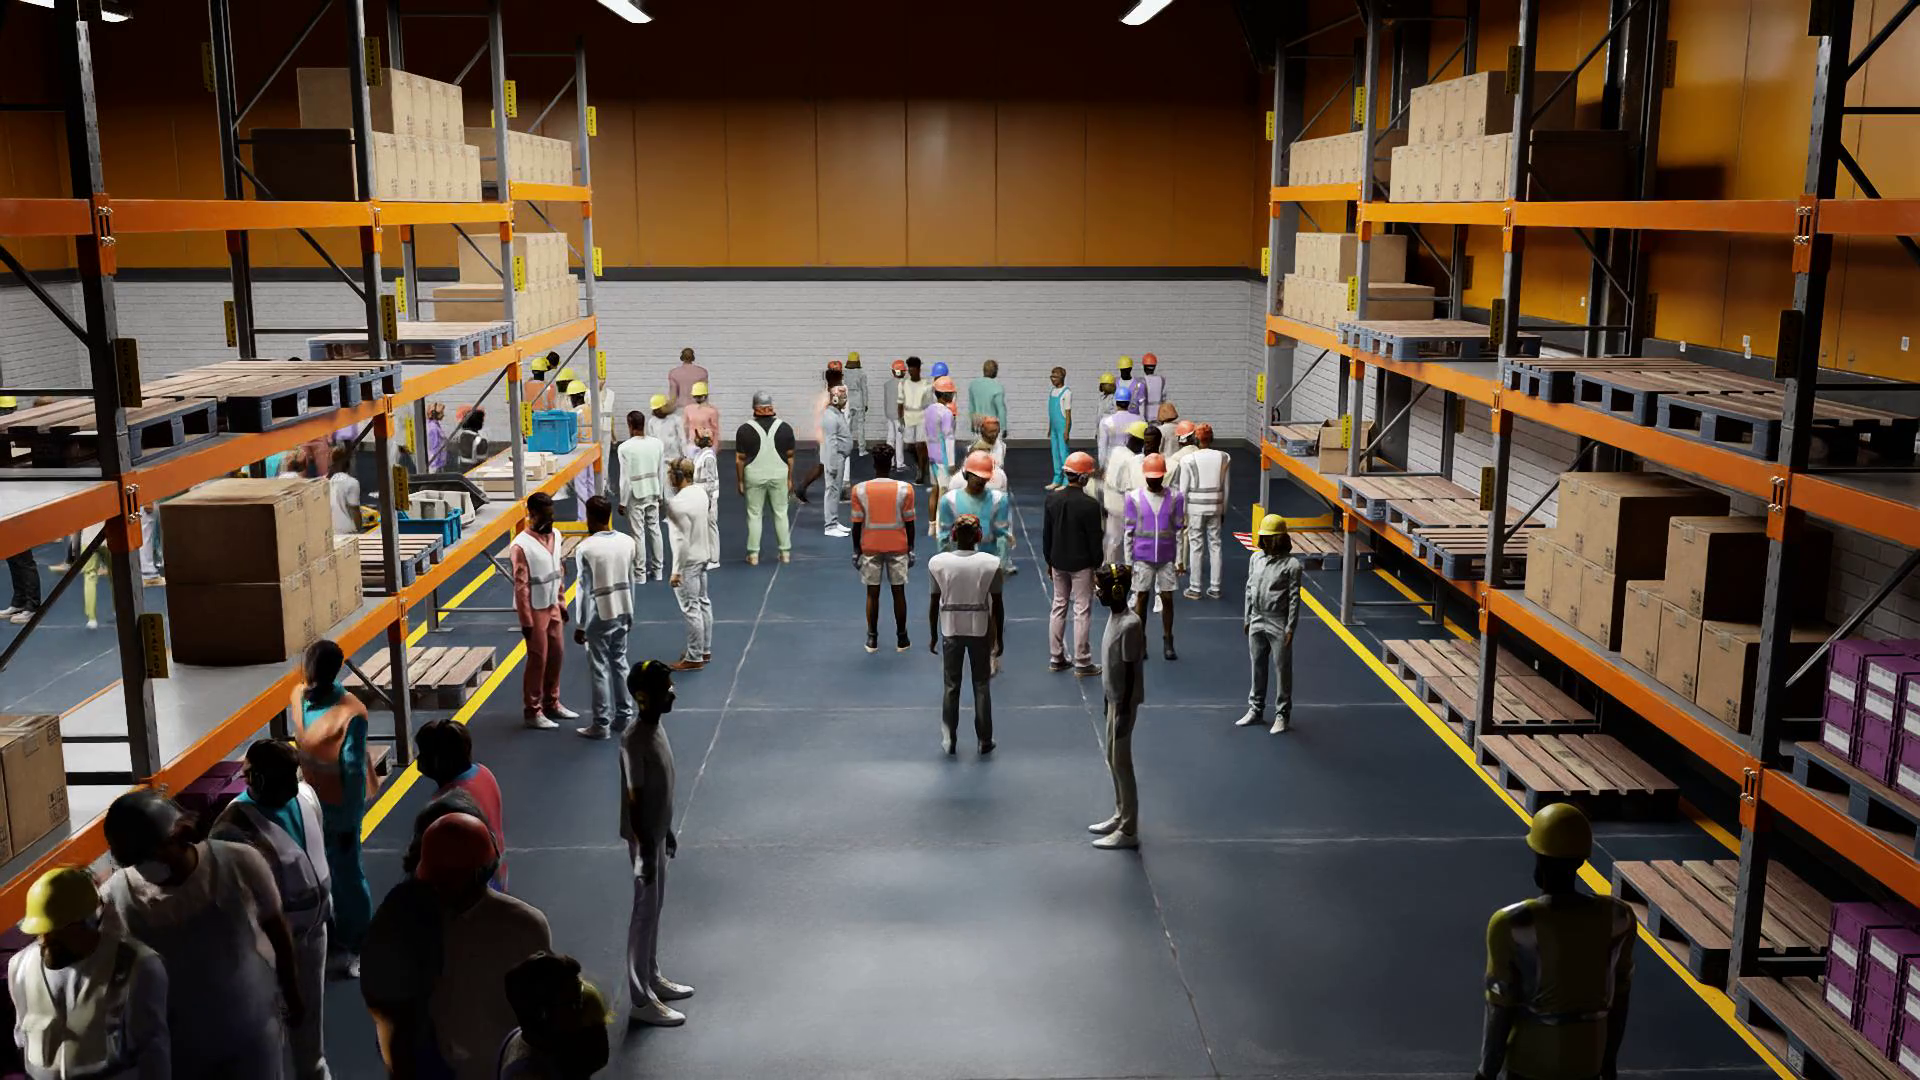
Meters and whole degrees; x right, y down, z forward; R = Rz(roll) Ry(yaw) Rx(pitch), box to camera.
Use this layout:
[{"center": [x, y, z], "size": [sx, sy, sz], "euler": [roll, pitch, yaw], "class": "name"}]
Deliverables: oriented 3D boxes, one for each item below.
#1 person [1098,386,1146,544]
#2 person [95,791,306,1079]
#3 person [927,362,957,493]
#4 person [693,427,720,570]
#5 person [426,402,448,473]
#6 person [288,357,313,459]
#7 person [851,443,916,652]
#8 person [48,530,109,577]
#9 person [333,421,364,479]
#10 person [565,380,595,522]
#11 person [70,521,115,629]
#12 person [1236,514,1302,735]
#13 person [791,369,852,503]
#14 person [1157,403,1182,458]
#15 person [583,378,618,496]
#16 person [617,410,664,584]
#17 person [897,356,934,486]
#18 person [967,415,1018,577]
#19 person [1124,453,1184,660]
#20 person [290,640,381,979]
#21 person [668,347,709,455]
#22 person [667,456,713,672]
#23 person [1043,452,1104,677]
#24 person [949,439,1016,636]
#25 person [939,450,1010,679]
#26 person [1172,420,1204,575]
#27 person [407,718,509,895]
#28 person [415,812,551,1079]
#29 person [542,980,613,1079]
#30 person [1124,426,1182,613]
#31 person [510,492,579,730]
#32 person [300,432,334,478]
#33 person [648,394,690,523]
[{"center": [1.994, -0.914, 20.447], "size": [0.605, 1.948, 0.391], "euler": [-1, 11, -7], "class": "person"}, {"center": [-2.917, 1.842, 6.393], "size": [0.746, 2.000, 0.673], "euler": [-5, 13, -26], "class": "person"}, {"center": [-0.263, -1.608, 23.973], "size": [0.421, 1.933, 0.622], "euler": [-6, 13, -27], "class": "person"}, {"center": [-2.909, -0.481, 19.043], "size": [0.308, 1.645, 0.515], "euler": [-5, 12, -22], "class": "person"}, {"center": [-6.771, -0.967, 21.519], "size": [0.319, 1.631, 0.524], "euler": [-4, 12, -19], "class": "person"}, {"center": [-10.873, -2.170, 27.377], "size": [0.530, 1.696, 0.322], "euler": [3, 12, 13], "class": "person"}, {"center": [-0.705, 0.074, 15.447], "size": [0.601, 1.967, 0.369], "euler": [0, 11, 0], "class": "person"}, {"center": [-9.878, -0.390, 18.506], "size": [0.778, 1.665, 0.541], "euler": [-4, 12, -20], "class": "person"}, {"center": [-8.720, -1.475, 23.490], "size": [0.587, 1.873, 0.945], "euler": [-8, 14, -36], "class": "person"}, {"center": [-4.892, -1.104, 21.488], "size": [0.401, 1.917, 0.592], "euler": [4, 12, 17], "class": "person"}, {"center": [-8.531, 0.053, 16.516], "size": [0.572, 1.576, 0.877], "euler": [-3, 12, -13], "class": "person"}, {"center": [2.439, 0.656, 13.094], "size": [0.487, 1.744, 0.294], "euler": [11, 15, 43], "class": "person"}, {"center": [-1.901, -1.418, 23.079], "size": [0.904, 1.932, 0.627], "euler": [-2, 11, -11], "class": "person"}, {"center": [2.687, -0.959, 21.495], "size": [0.504, 1.629, 0.285], "euler": [-10, 15, -40], "class": "person"}, {"center": [-5.173, -1.523, 23.758], "size": [0.374, 1.843, 0.568], "euler": [11, 15, 43], "class": "person"}, {"center": [-3.503, -0.472, 18.318], "size": [0.392, 1.915, 0.590], "euler": [10, 15, 40], "class": "person"}, {"center": [-0.627, -1.802, 24.923], "size": [0.642, 1.942, 0.593], "euler": [4, 12, 21], "class": "person"}, {"center": [0.288, -0.495, 18.653], "size": [0.601, 1.824, 1.025], "euler": [-9, 14, -38], "class": "person"}, {"center": [1.770, 0.151, 15.183], "size": [0.549, 1.924, 0.387], "euler": [0, 11, 0], "class": "person"}, {"center": [-3.394, 1.407, 9.011], "size": [0.758, 1.878, 0.385], "euler": [10, 15, 42], "class": "person"}, {"center": [-4.281, -2.077, 26.304], "size": [0.630, 1.940, 0.372], "euler": [-4, 12, -17], "class": "person"}, {"center": [-2.421, 0.212, 14.826], "size": [0.376, 1.940, 0.629], "euler": [2, 12, 12], "class": "person"}, {"center": [1.019, 0.209, 14.699], "size": [0.622, 1.992, 0.397], "euler": [10, 15, 41], "class": "person"}, {"center": [0.161, -0.069, 16.346], "size": [0.633, 1.900, 0.987], "euler": [-8, 14, -33], "class": "person"}, {"center": [0.133, 0.217, 14.572], "size": [0.617, 2.033, 0.420], "euler": [-1, 11, -6], "class": "person"}, {"center": [2.560, -0.481, 18.799], "size": [0.572, 1.742, 0.359], "euler": [-8, 14, -36], "class": "person"}, {"center": [-2.293, 1.703, 7.619], "size": [0.429, 1.837, 0.639], "euler": [0, 11, -2], "class": "person"}, {"center": [-1.761, 1.934, 6.082], "size": [0.616, 1.986, 0.407], "euler": [3, 12, 14], "class": "person"}, {"center": [-1.243, 2.243, 5.252], "size": [0.335, 1.699, 0.585], "euler": [-2, 12, -12], "class": "person"}, {"center": [1.966, -0.218, 17.035], "size": [0.588, 1.920, 0.398], "euler": [6, 13, 28], "class": "person"}, {"center": [-3.337, 0.555, 13.200], "size": [0.390, 1.905, 0.598], "euler": [4, 12, 18], "class": "person"}, {"center": [-8.971, -1.389, 22.975], "size": [0.643, 1.899, 0.398], "euler": [-6, 13, -28], "class": "person"}, {"center": [-3.819, -1.114, 22.047], "size": [0.556, 1.698, 0.679], "euler": [2, 12, 12], "class": "person"}]
